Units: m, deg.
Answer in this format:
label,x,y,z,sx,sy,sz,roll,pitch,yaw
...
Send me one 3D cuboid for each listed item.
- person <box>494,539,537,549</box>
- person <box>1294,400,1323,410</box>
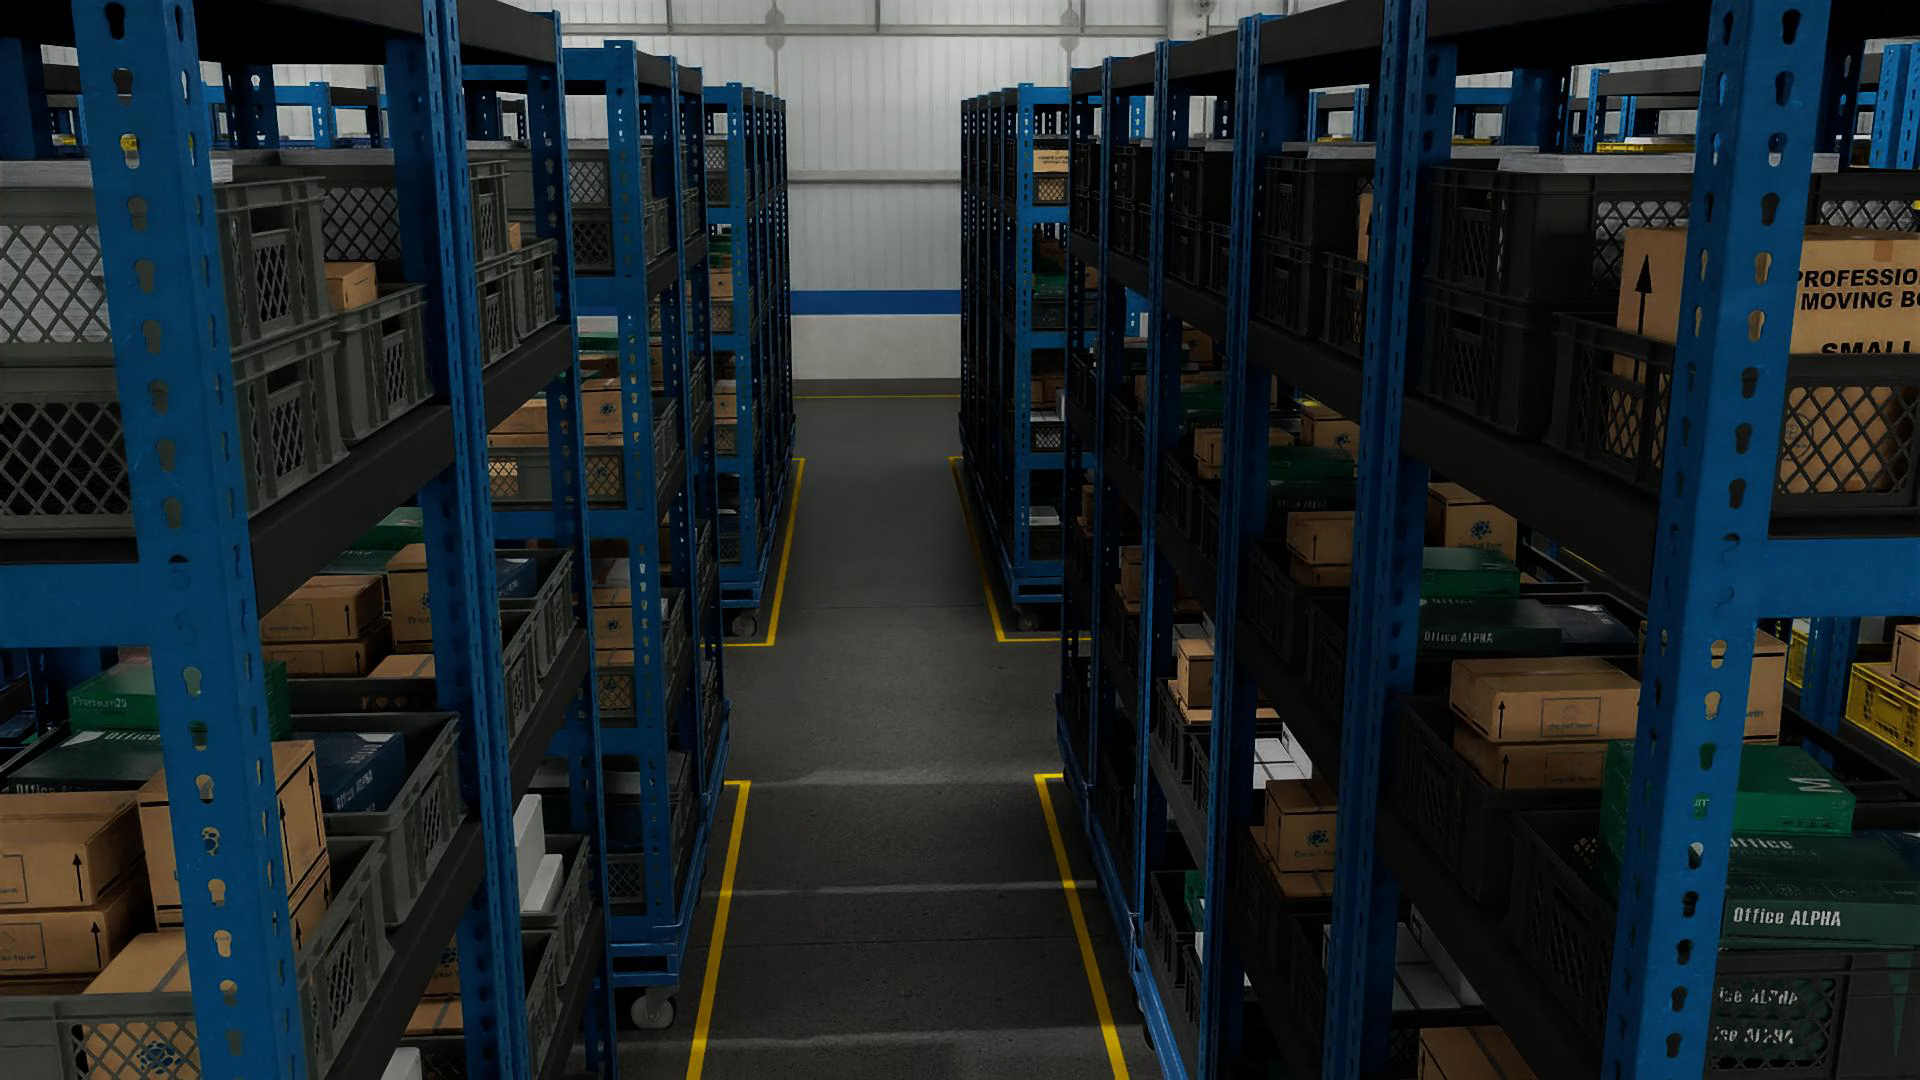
label,x,y,z,sx,sy,sz,roll,pitch,yaw
person,-2.328,0.268,8.546,0.376,1.997,0.612,6,15,22
person,1.947,0.090,9.624,0.592,1.823,0.404,-9,17,-32
